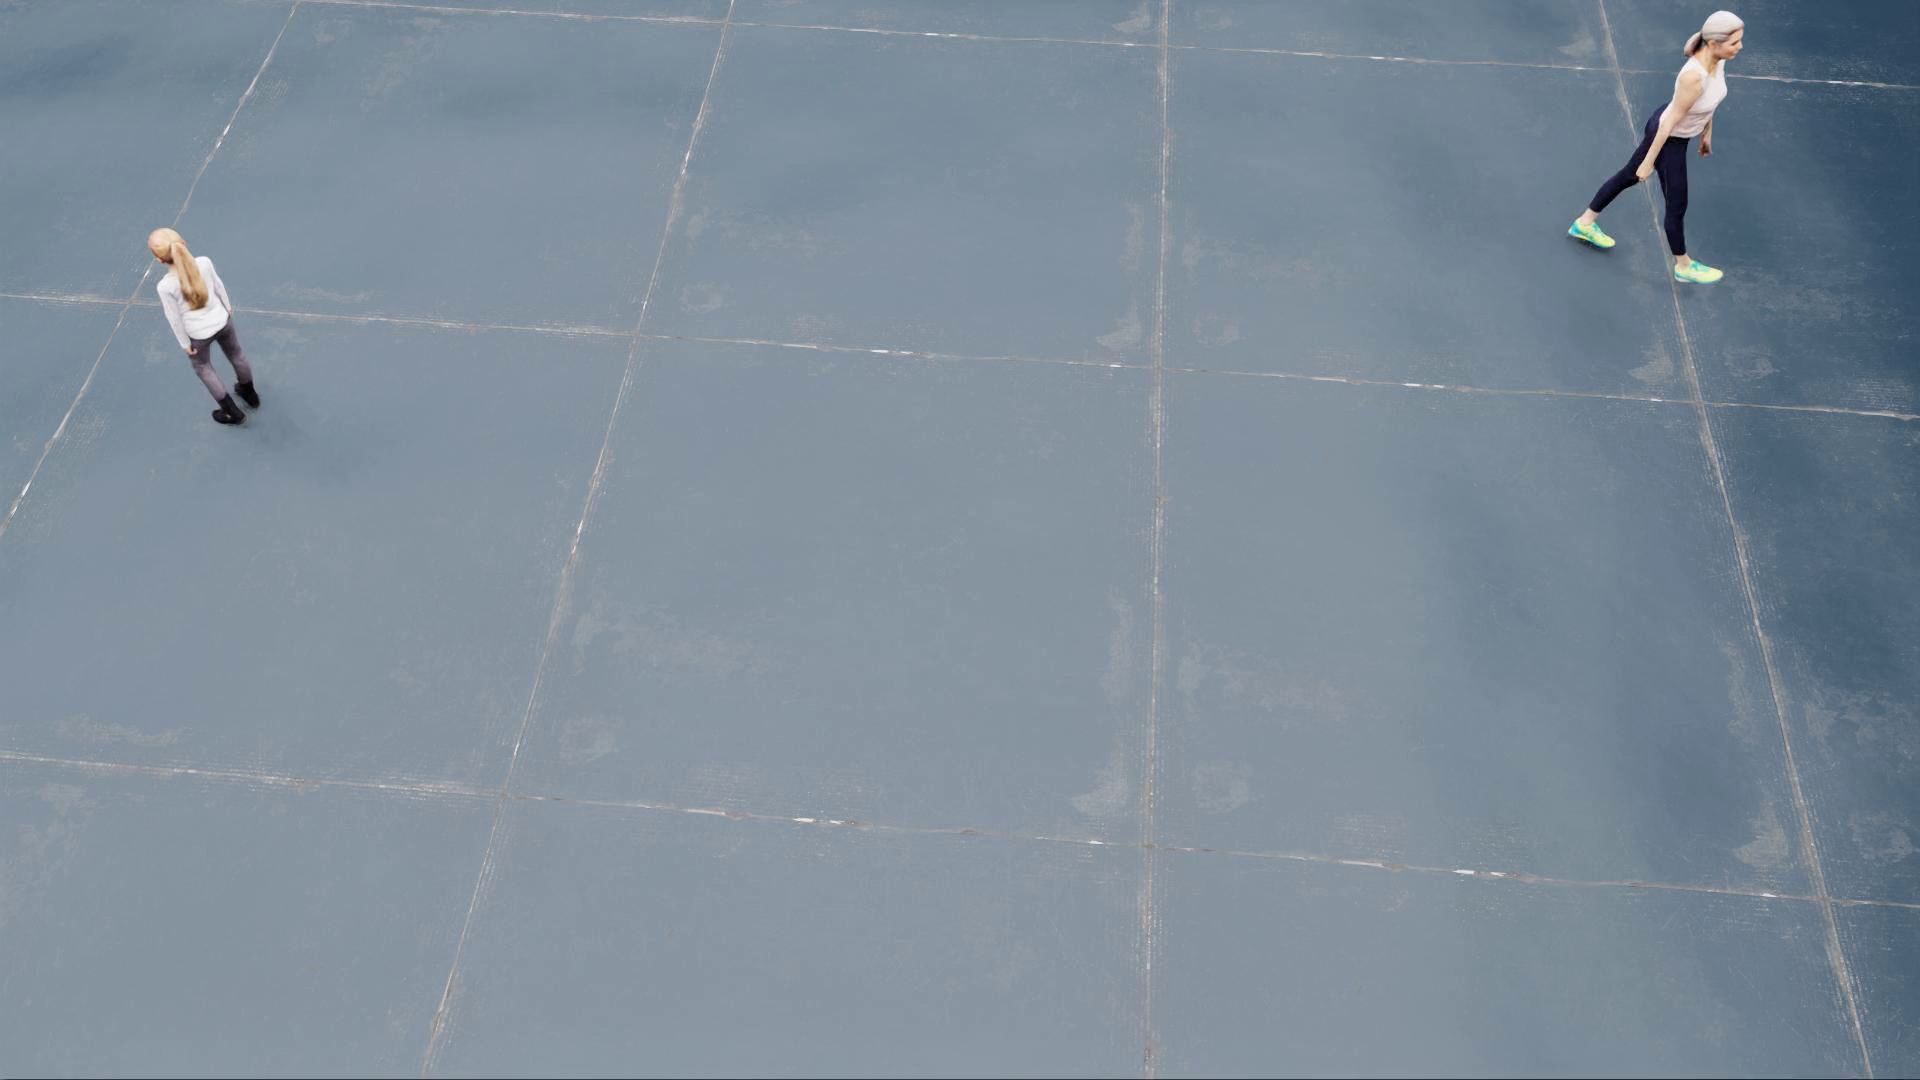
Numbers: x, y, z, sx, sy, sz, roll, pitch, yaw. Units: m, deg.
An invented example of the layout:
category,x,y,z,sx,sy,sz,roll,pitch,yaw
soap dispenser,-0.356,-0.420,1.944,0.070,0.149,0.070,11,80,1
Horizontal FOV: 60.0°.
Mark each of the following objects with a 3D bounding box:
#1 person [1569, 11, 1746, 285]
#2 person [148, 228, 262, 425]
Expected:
category,x,y,z,sx,sy,sz,roll,pitch,yaw
person,3.876,-2.247,9.325,1.219,1.659,0.991,28,57,20
person,-3.909,-1.104,8.681,0.688,1.277,0.631,37,61,25
